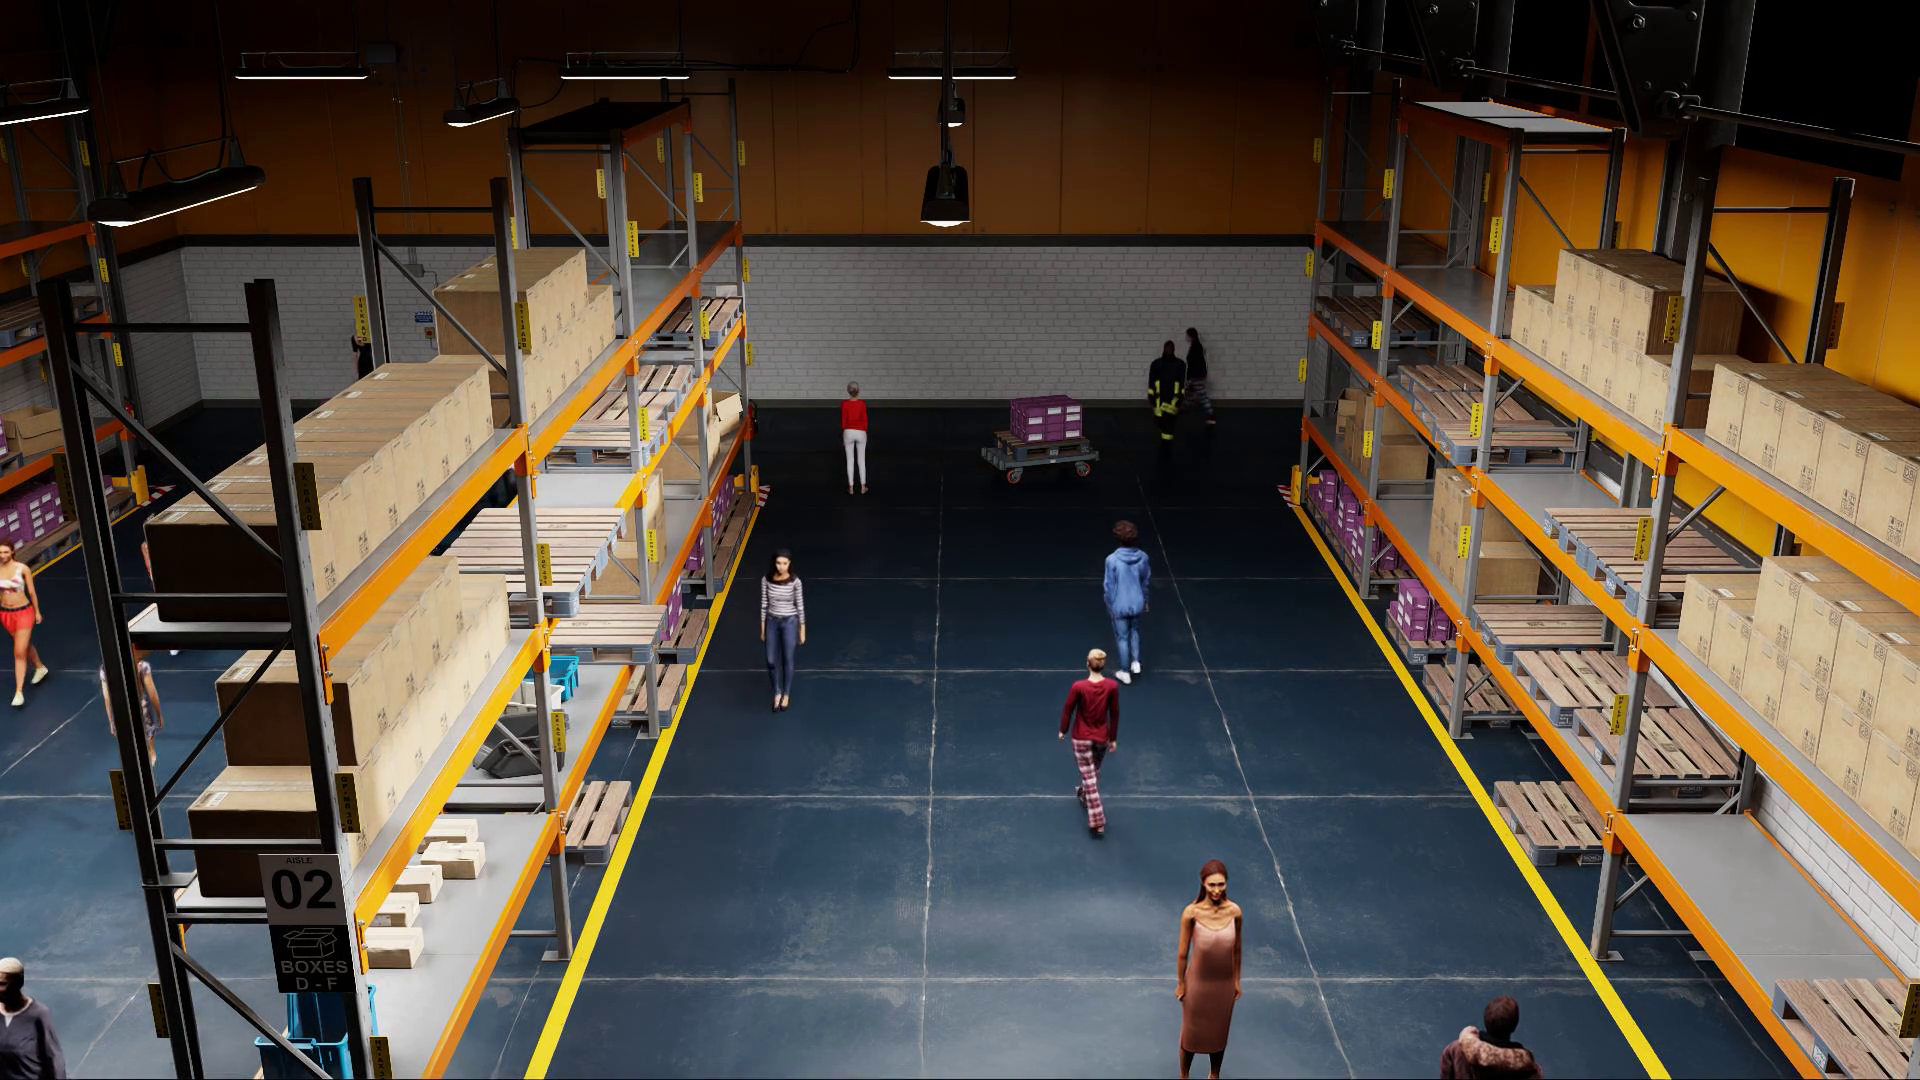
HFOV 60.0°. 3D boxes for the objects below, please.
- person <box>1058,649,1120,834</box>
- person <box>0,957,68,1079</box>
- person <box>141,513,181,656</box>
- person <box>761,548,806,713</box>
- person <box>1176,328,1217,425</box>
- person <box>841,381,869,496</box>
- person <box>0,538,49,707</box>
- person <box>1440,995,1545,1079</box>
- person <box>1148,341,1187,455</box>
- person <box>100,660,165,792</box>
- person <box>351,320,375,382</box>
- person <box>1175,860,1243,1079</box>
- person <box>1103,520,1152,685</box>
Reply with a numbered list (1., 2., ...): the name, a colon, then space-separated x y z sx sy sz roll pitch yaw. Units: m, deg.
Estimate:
1. person: 1.185 1.802 14.778 0.833 1.651 1.115 -6 19 -16
2. person: -5.662 3.308 10.256 0.658 1.683 1.072 1 19 4
3. person: -8.902 0.511 18.622 0.666 1.643 0.811 -2 19 -6
4. person: -1.826 0.908 17.229 0.626 1.781 0.572 1 19 2
5. person: 4.110 -2.750 28.269 0.977 1.667 1.099 9 21 26
6. person: -1.550 -1.512 24.547 0.555 1.697 0.542 -1 19 -4
7. person: -9.942 0.810 17.594 0.756 1.734 1.230 -3 19 -8
8. person: 3.043 3.447 9.583 0.871 1.848 0.877 11 21 29
9. person: 3.340 -2.335 26.833 0.927 1.798 1.230 5 19 14
10. person: -7.498 1.674 15.061 0.719 1.713 1.047 -4 19 -11
11. person: -10.204 -2.951 28.609 0.600 1.831 0.543 3 19 9
12. person: 1.661 2.953 11.079 0.616 1.831 0.543 -2 19 -6
13. person: 1.812 0.701 17.828 0.743 1.791 0.735 -6 19 -16
